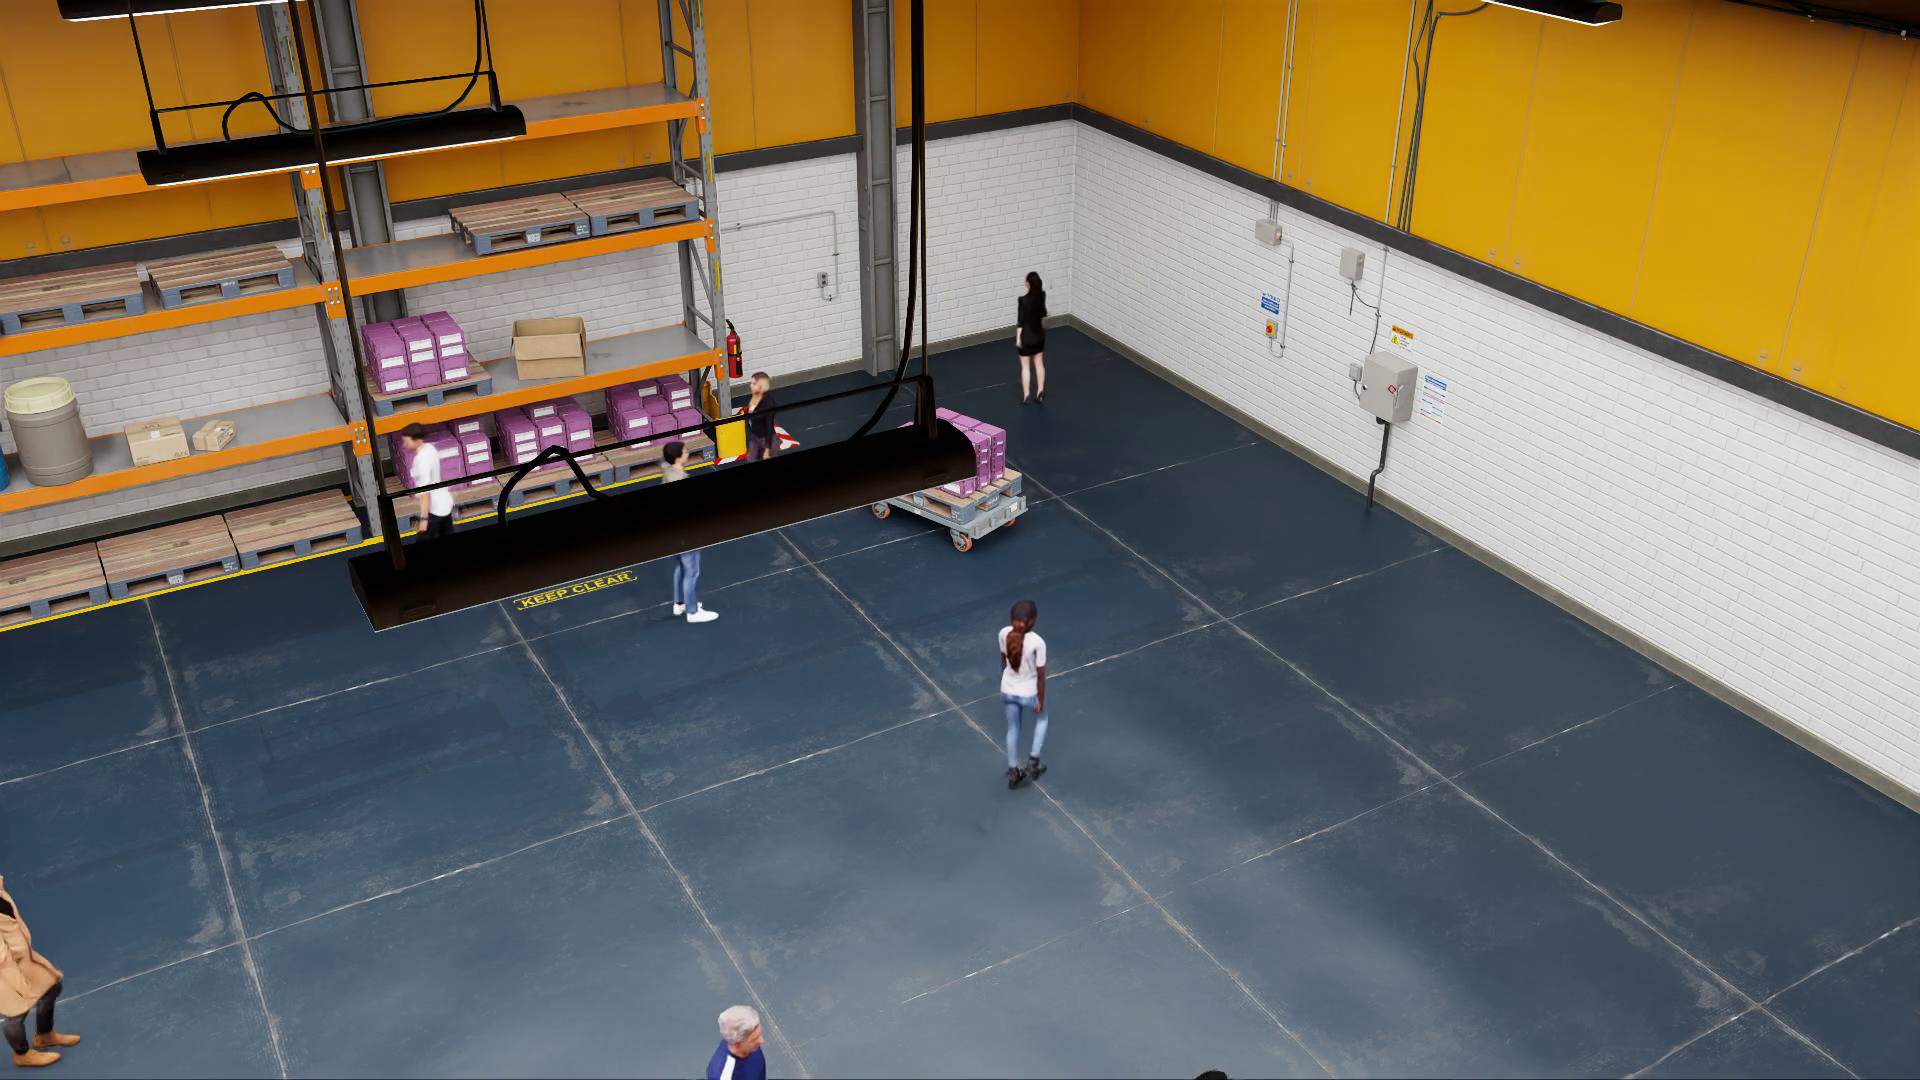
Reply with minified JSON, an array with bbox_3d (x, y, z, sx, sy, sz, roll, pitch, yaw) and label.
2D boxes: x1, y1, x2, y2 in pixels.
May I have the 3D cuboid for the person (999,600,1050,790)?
[{"bbox_3d":[0.454,1.272,13.375,0.722,1.709,0.777,13,31,23],"label":"person"}]

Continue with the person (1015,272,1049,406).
[{"bbox_3d":[0.909,-2.454,20.219,0.480,1.696,0.673,-19,34,-31],"label":"person"}]

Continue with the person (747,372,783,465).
[{"bbox_3d":[-1.974,-0.998,17.623,1.068,1.626,0.736,-22,36,-35],"label":"person"}]

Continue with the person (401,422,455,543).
[{"bbox_3d":[-5.052,-0.322,16.176,0.877,1.824,0.815,1,29,2],"label":"person"}]

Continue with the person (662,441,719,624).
[{"bbox_3d":[-2.626,-0.082,15.694,0.607,1.865,0.704,-14,31,-23],"label":"person"}]

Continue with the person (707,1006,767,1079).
[{"bbox_3d":[-1.323,3.319,9.509,0.812,1.817,0.764,5,29,8],"label":"person"}]

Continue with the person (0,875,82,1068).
[{"bbox_3d":[-6.192,2.740,10.679,0.782,1.714,0.748,-6,29,-10],"label":"person"}]
